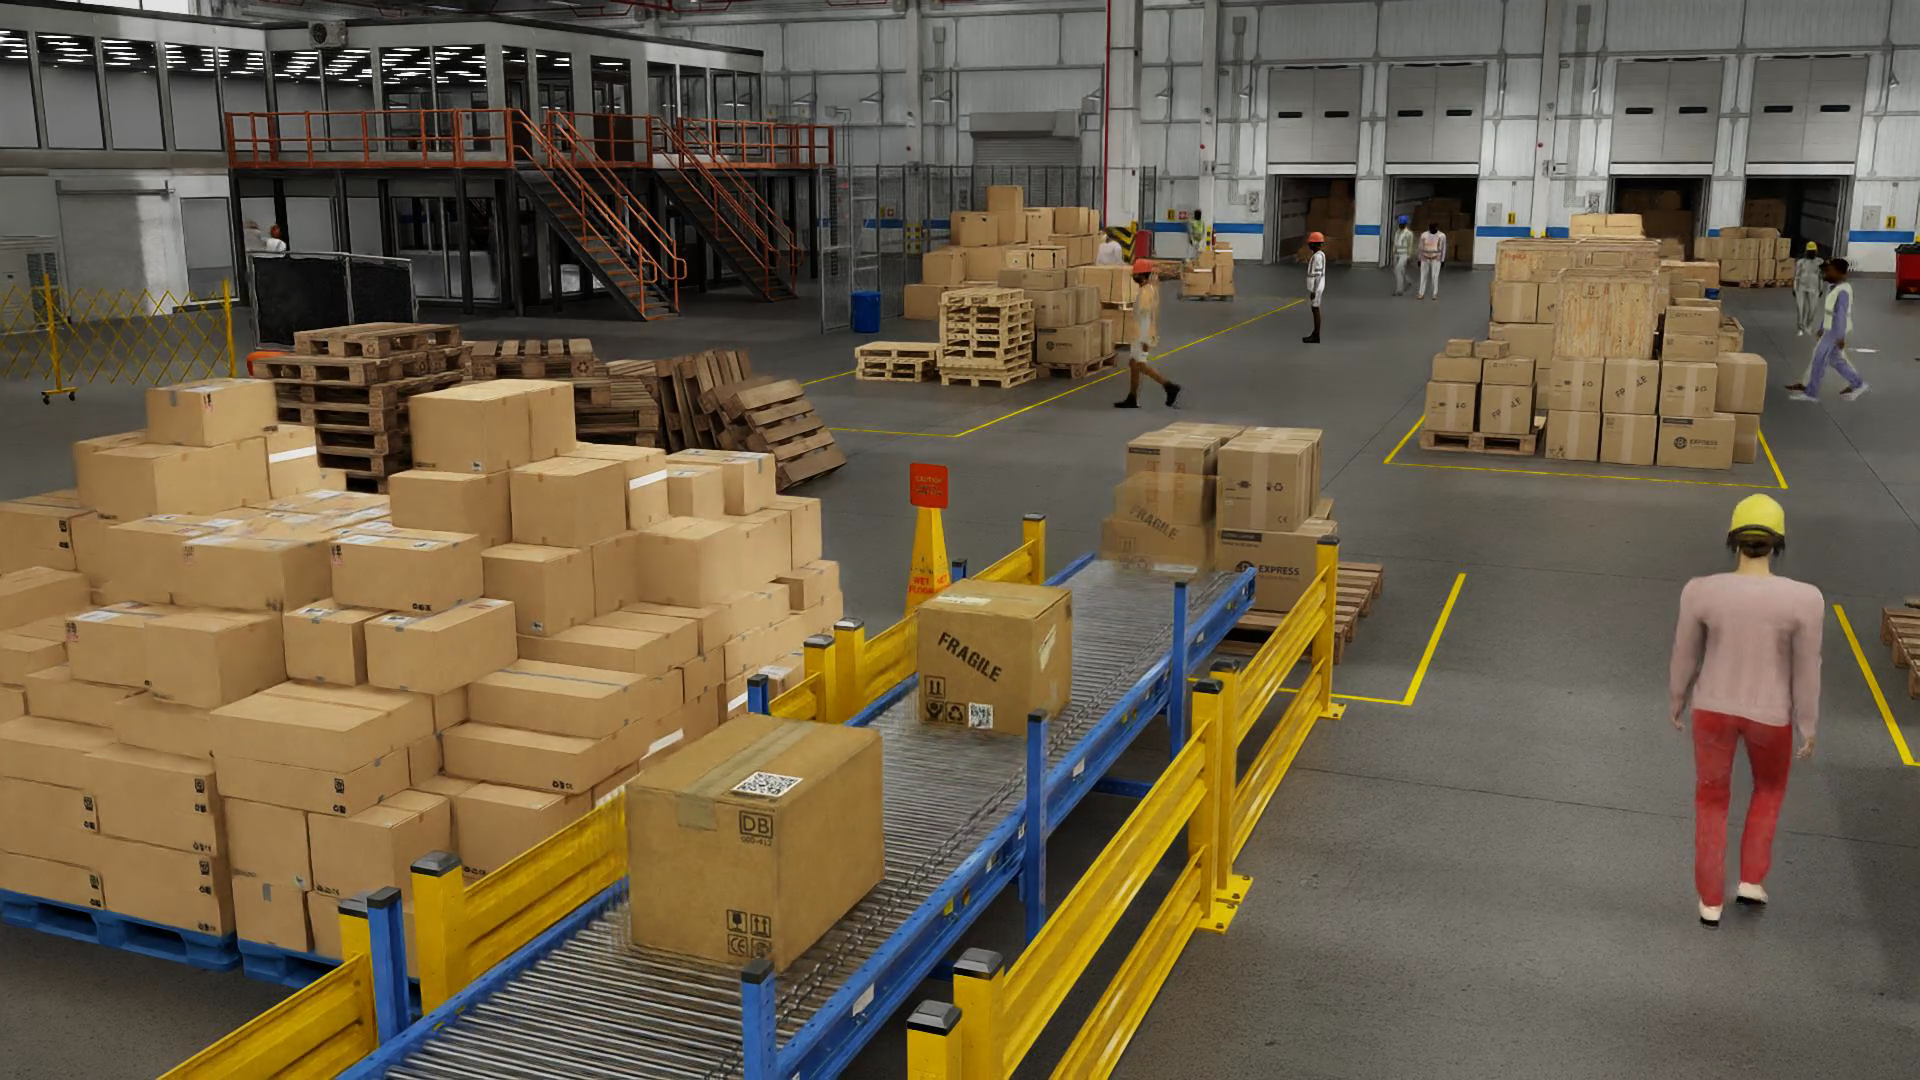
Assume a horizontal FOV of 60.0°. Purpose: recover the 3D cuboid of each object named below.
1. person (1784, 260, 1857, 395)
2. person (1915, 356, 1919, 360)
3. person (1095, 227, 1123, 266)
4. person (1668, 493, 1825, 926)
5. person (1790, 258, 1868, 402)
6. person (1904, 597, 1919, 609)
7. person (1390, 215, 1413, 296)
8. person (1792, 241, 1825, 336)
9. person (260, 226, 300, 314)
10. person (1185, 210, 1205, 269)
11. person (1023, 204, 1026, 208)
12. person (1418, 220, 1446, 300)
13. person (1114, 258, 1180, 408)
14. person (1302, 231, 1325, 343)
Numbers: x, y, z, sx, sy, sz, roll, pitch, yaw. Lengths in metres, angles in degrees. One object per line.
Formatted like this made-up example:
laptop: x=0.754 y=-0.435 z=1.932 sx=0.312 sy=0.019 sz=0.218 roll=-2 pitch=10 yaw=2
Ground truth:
person: x=11.802 y=-2.867 z=22.490 sx=0.969 sy=1.813 sz=0.547 roll=10 pitch=16 yaw=37
person: x=15.613 y=-3.666 z=26.081 sx=0.524 sy=1.805 sz=0.944 roll=-10 pitch=16 yaw=-39
person: x=2.925 y=-5.254 z=33.027 sx=1.038 sy=1.880 sz=0.650 roll=-7 pitch=15 yaw=-30
person: x=3.144 y=0.676 z=6.693 sx=0.561 sy=1.746 sz=0.514 roll=7 pitch=14 yaw=30
person: x=11.439 y=-2.733 z=21.700 sx=0.835 sy=1.890 sz=0.596 roll=6 pitch=14 yaw=23
person: x=7.034 y=-0.296 z=11.295 sx=0.855 sy=1.651 sz=0.544 roll=4 pitch=13 yaw=16
person: x=10.645 y=-6.835 z=39.982 sx=0.527 sy=1.931 sz=0.636 roll=-6 pitch=14 yaw=-24
person: x=15.416 y=-4.562 z=30.259 sx=0.502 sy=1.722 sz=0.602 roll=7 pitch=14 yaw=28
person: x=-14.467 y=-5.703 z=35.119 sx=0.570 sy=1.852 sz=0.895 roll=3 pitch=13 yaw=14
person: x=7.114 y=-9.024 z=50.141 sx=0.630 sy=1.796 sz=0.951 roll=-5 pitch=14 yaw=-23
person: x=1.901 y=-9.752 z=53.101 sx=0.509 sy=1.916 sz=0.599 roll=3 pitch=13 yaw=15
person: x=10.999 y=-6.528 z=38.832 sx=0.620 sy=1.838 sz=0.430 roll=5 pitch=14 yaw=22
person: x=2.383 y=-2.600 z=21.037 sx=0.757 sy=1.918 sz=0.549 roll=1 pitch=13 yaw=6
person: x=6.213 y=-4.420 z=29.138 sx=0.347 sy=1.942 sz=0.544 roll=3 pitch=13 yaw=11
